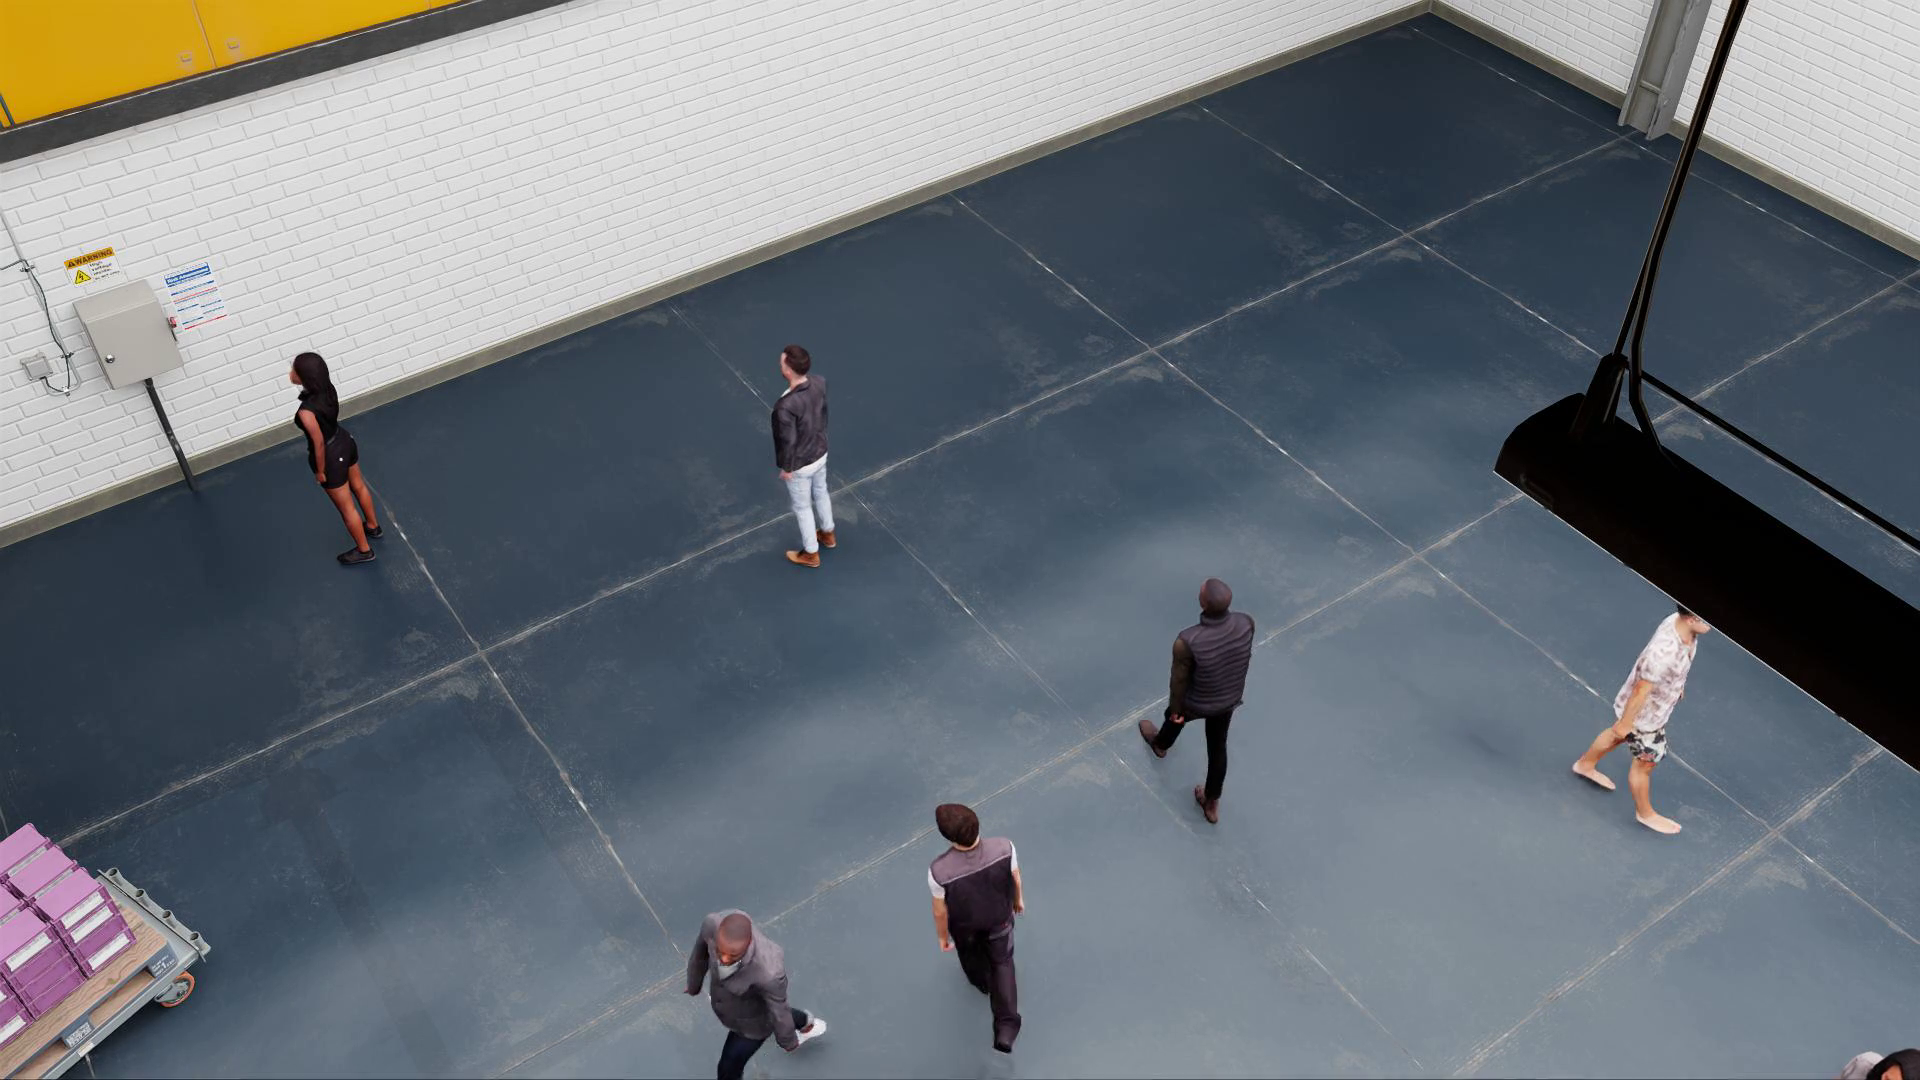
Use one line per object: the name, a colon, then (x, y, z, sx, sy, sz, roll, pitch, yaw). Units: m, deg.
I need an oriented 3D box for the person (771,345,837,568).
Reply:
person: (-1.061, -0.576, 11.452, 0.690, 1.836, 0.728, 22, 48, 21)

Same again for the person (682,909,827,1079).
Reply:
person: (-1.018, 2.315, 8.462, 0.905, 1.773, 1.128, -28, 50, -26)

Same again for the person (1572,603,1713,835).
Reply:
person: (4.036, 0.921, 9.913, 1.062, 1.790, 0.888, 27, 50, 26)

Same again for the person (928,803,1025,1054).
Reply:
person: (0.110, 2.037, 8.726, 0.926, 1.812, 1.127, -7, 44, -8)

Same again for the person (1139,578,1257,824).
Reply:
person: (1.505, 0.988, 9.837, 0.896, 1.798, 1.154, -14, 45, -14)

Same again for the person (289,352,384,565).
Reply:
person: (-4.339, -0.577, 11.524, 0.730, 1.738, 0.638, 1, 44, 1)
